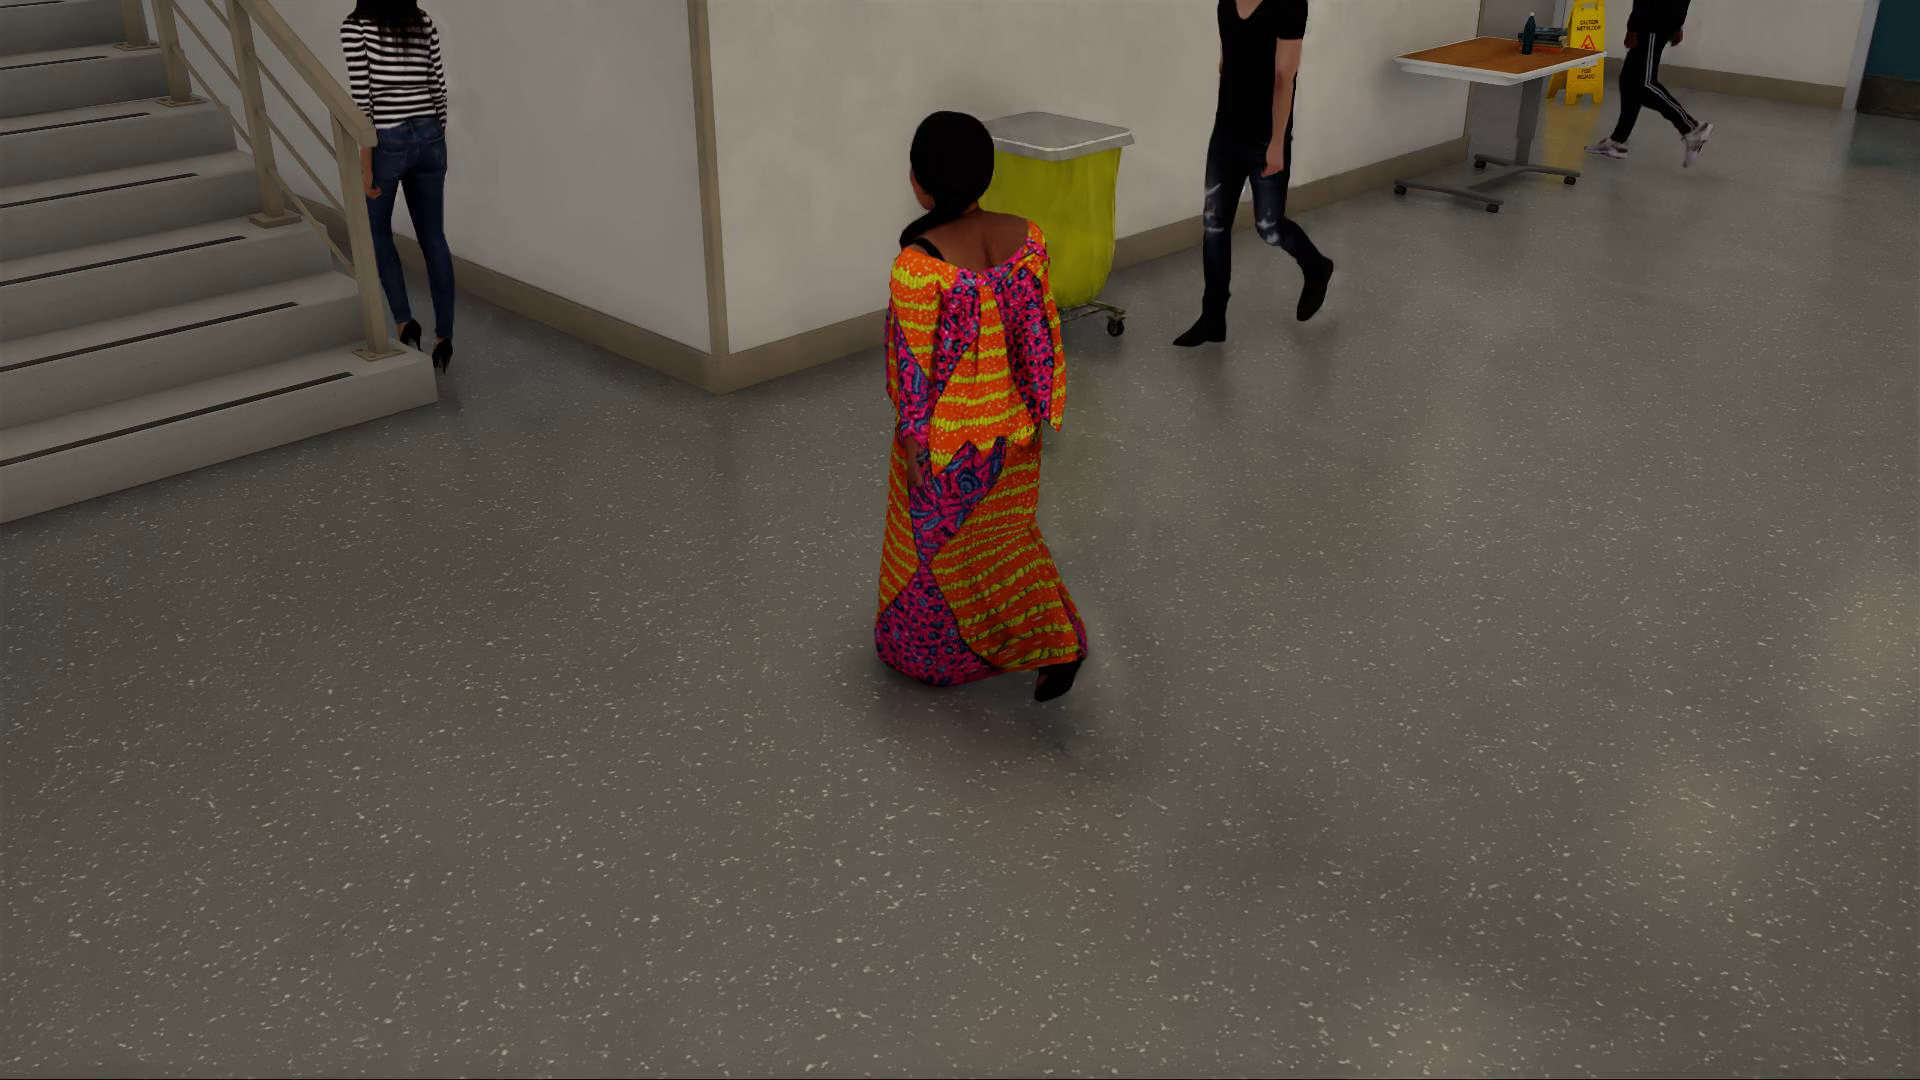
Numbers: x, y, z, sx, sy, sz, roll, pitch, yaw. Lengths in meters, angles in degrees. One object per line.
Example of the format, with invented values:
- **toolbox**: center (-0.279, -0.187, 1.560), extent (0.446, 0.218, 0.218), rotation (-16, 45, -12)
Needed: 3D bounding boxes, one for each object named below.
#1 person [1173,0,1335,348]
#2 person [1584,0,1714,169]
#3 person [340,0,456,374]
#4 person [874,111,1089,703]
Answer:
- **person**: center (1.354, -1.766, 7.247), extent (0.778, 1.870, 1.070), rotation (-20, 32, -36)
- **person**: center (4.412, -3.218, 10.337), extent (0.658, 1.802, 1.045), rotation (-23, 34, -39)
- **person**: center (-2.250, -1.541, 6.895), extent (0.650, 1.771, 0.616), rotation (23, 34, 39)
- **person**: center (0.054, -0.306, 4.470), extent (0.753, 1.651, 1.061), rotation (-18, 31, -32)
